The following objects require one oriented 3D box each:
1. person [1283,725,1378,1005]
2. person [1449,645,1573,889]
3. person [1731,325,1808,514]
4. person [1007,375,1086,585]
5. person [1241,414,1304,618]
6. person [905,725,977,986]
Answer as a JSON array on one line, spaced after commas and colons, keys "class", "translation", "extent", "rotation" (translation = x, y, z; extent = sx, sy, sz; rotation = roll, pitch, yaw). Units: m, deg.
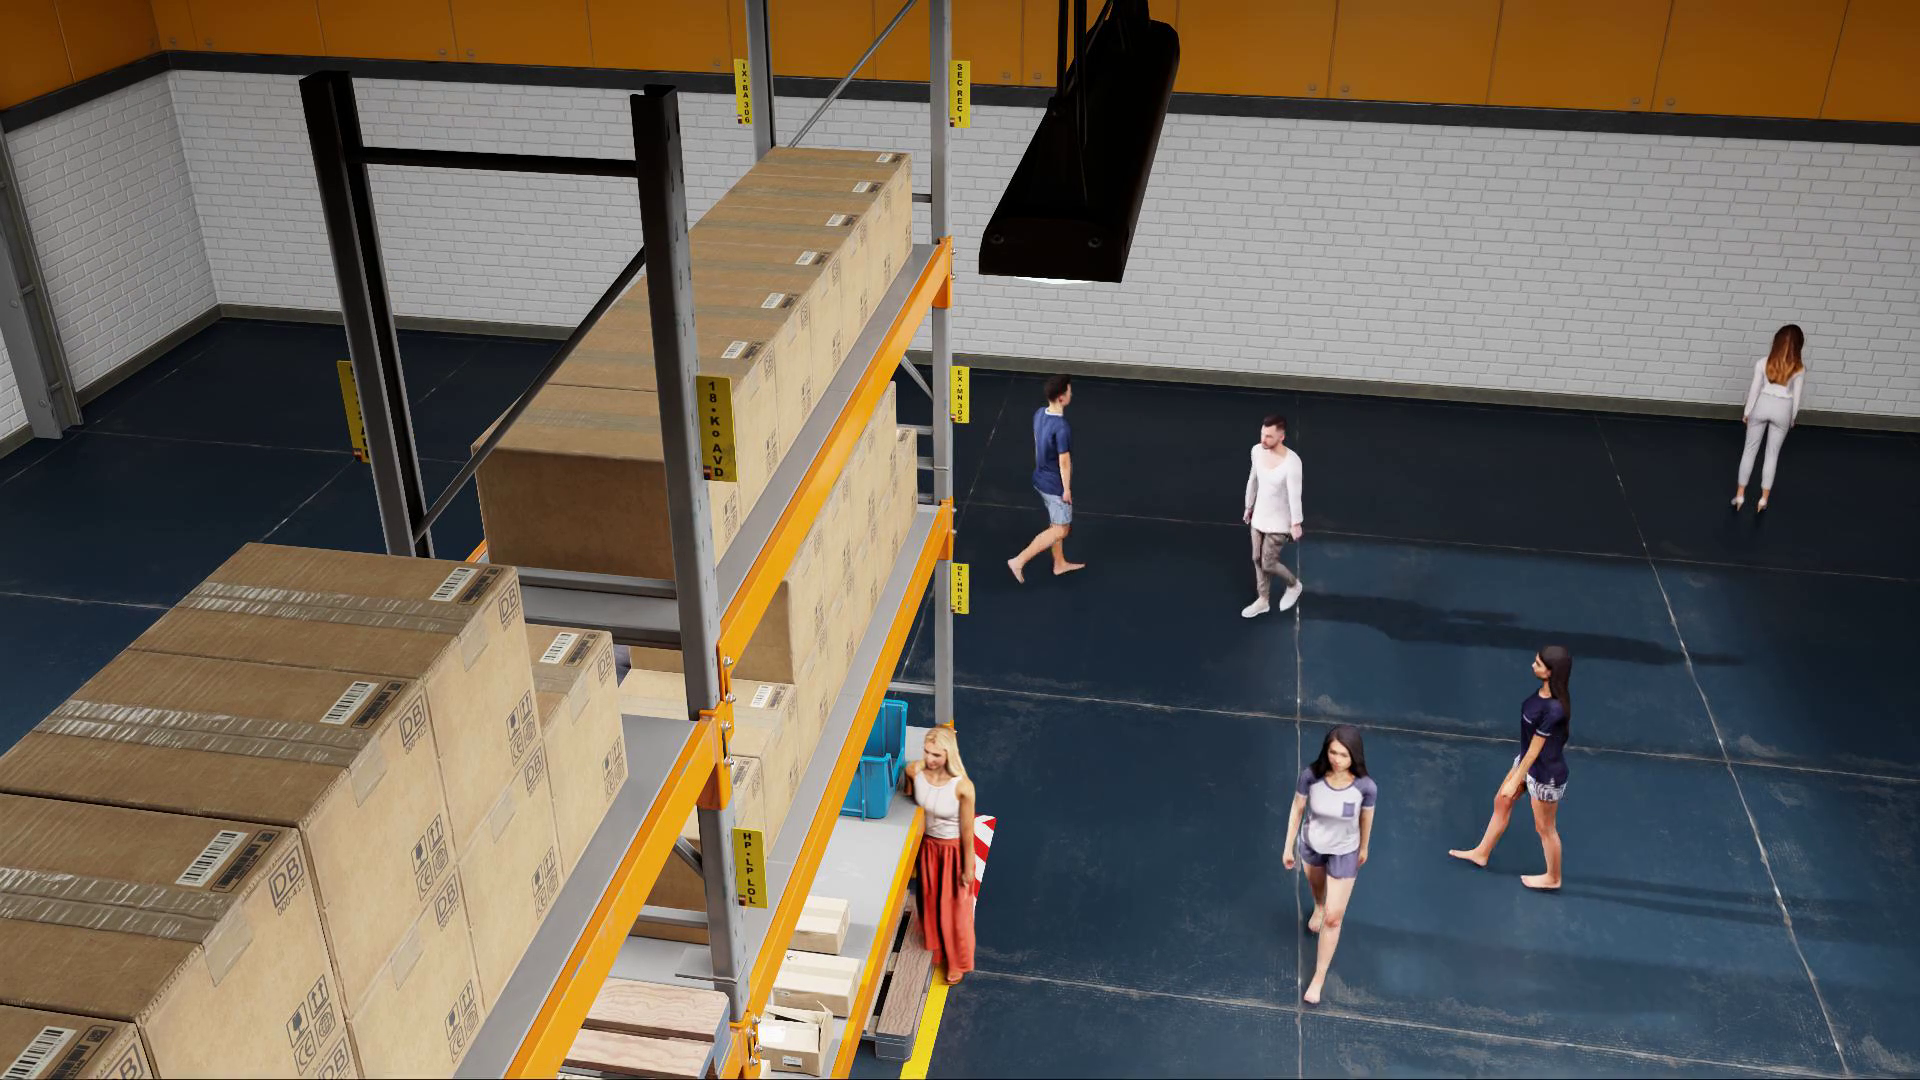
[{"class": "person", "translation": [2.172, 1.761, 9.720], "extent": [0.782, 1.652, 1.173], "rotation": [11, 31, 20]}, {"class": "person", "translation": [3.655, 1.446, 10.209], "extent": [0.711, 1.736, 0.876], "rotation": [7, 29, 12]}, {"class": "person", "translation": [7.199, -1.073, 14.795], "extent": [0.625, 1.767, 0.597], "rotation": [11, 31, 20]}, {"class": "person", "translation": [0.693, -0.460, 13.608], "extent": [1.022, 1.827, 1.038], "rotation": [-13, 31, -23]}, {"class": "person", "translation": [2.536, -0.213, 13.173], "extent": [0.956, 1.810, 0.897], "rotation": [-17, 33, -29]}, {"class": "person", "translation": [-0.093, 1.785, 9.525], "extent": [0.714, 1.797, 0.745], "rotation": [17, 33, 28]}]
